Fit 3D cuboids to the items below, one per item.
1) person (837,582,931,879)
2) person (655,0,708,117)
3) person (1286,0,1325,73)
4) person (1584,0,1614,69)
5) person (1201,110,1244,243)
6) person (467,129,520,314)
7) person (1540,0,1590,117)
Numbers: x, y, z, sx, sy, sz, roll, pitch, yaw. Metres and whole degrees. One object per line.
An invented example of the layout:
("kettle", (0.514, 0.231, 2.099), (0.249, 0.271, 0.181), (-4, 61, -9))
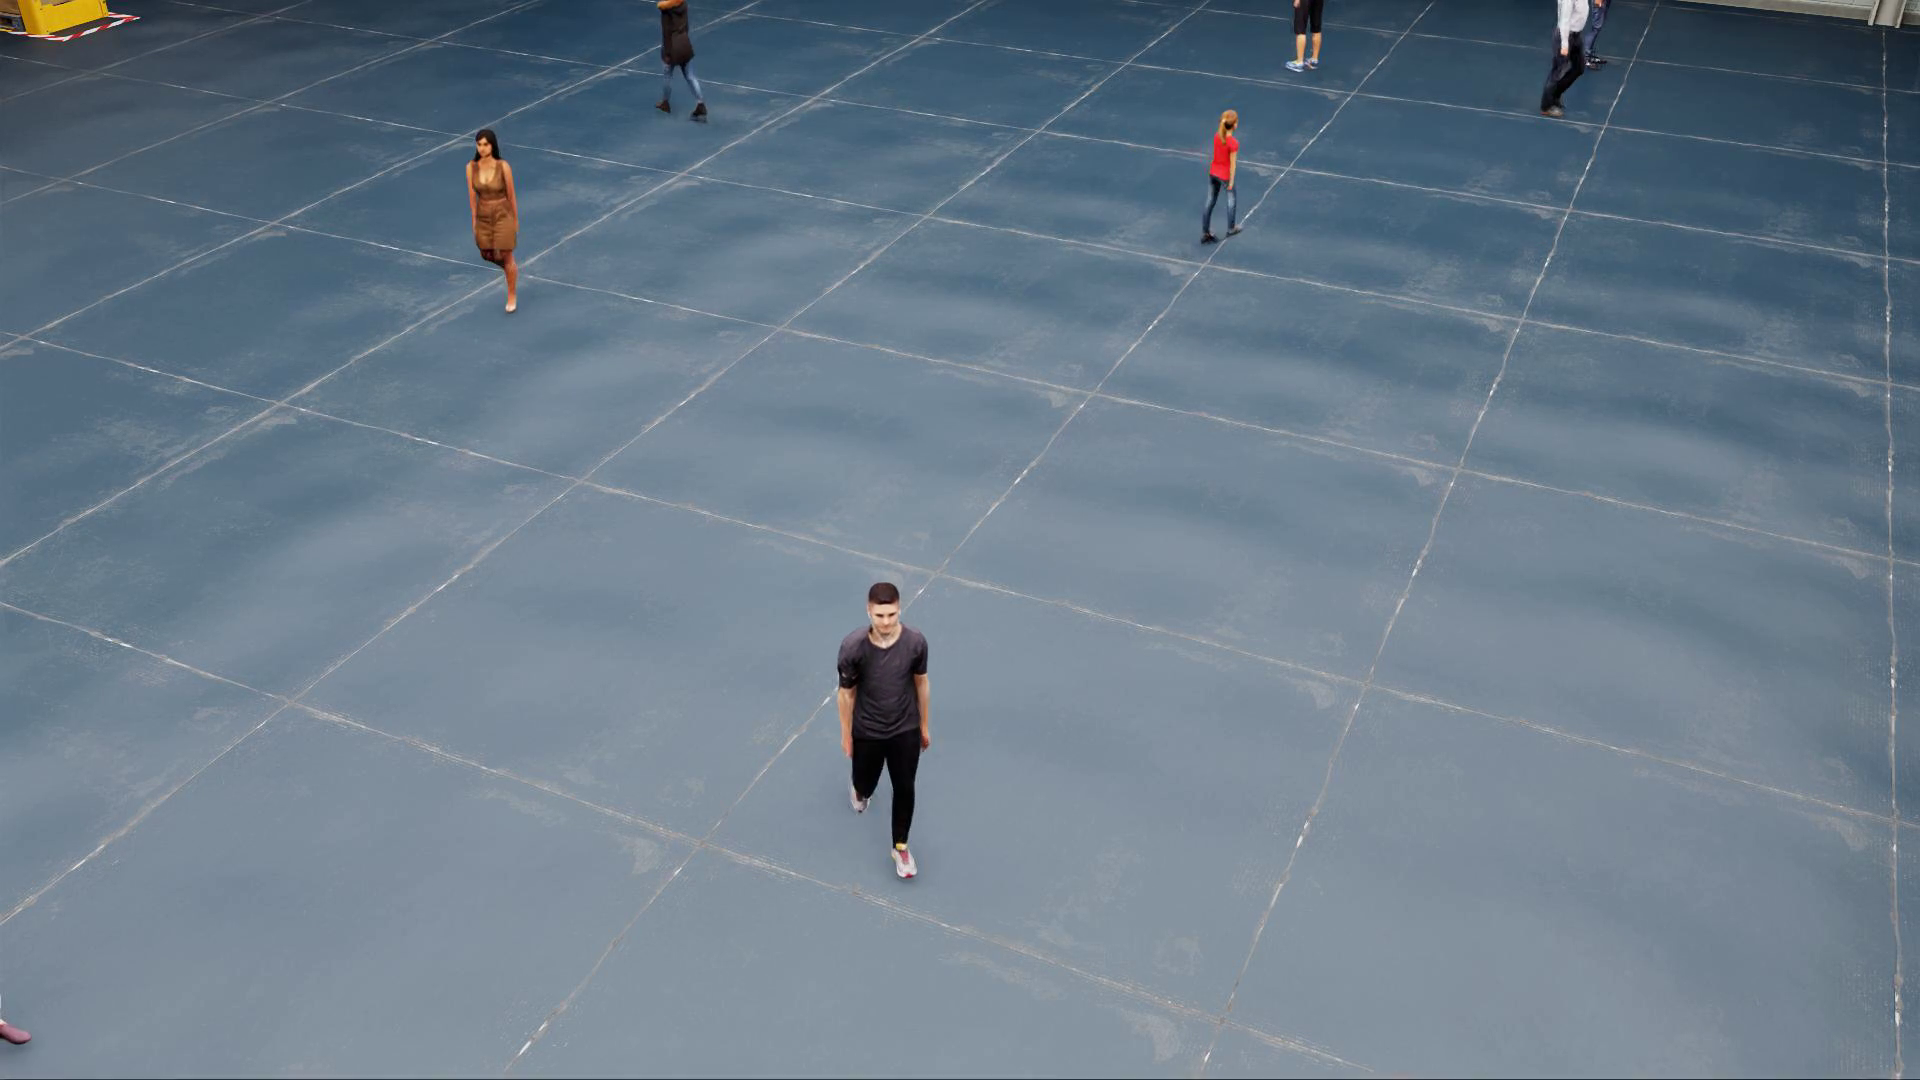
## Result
("person", (-0.404, 0.937, 8.765), (0.987, 1.748, 1.018), (-8, 33, -13))
("person", (-3.253, -5.721, 19.461), (1.102, 1.598, 0.794), (22, 38, 31))
("person", (4.451, -6.913, 21.097), (0.702, 1.867, 0.741), (-15, 35, -22))
("person", (8.216, -7.009, 21.255), (0.616, 1.862, 0.710), (16, 36, 23))
("person", (2.520, -3.540, 16.290), (0.747, 1.293, 0.704), (27, 41, 36))
("person", (-4.127, -2.879, 14.882), (0.791, 1.677, 0.793), (1, 32, 2))
("person", (7.072, -5.912, 19.567), (0.725, 1.808, 0.749), (25, 40, 33))
